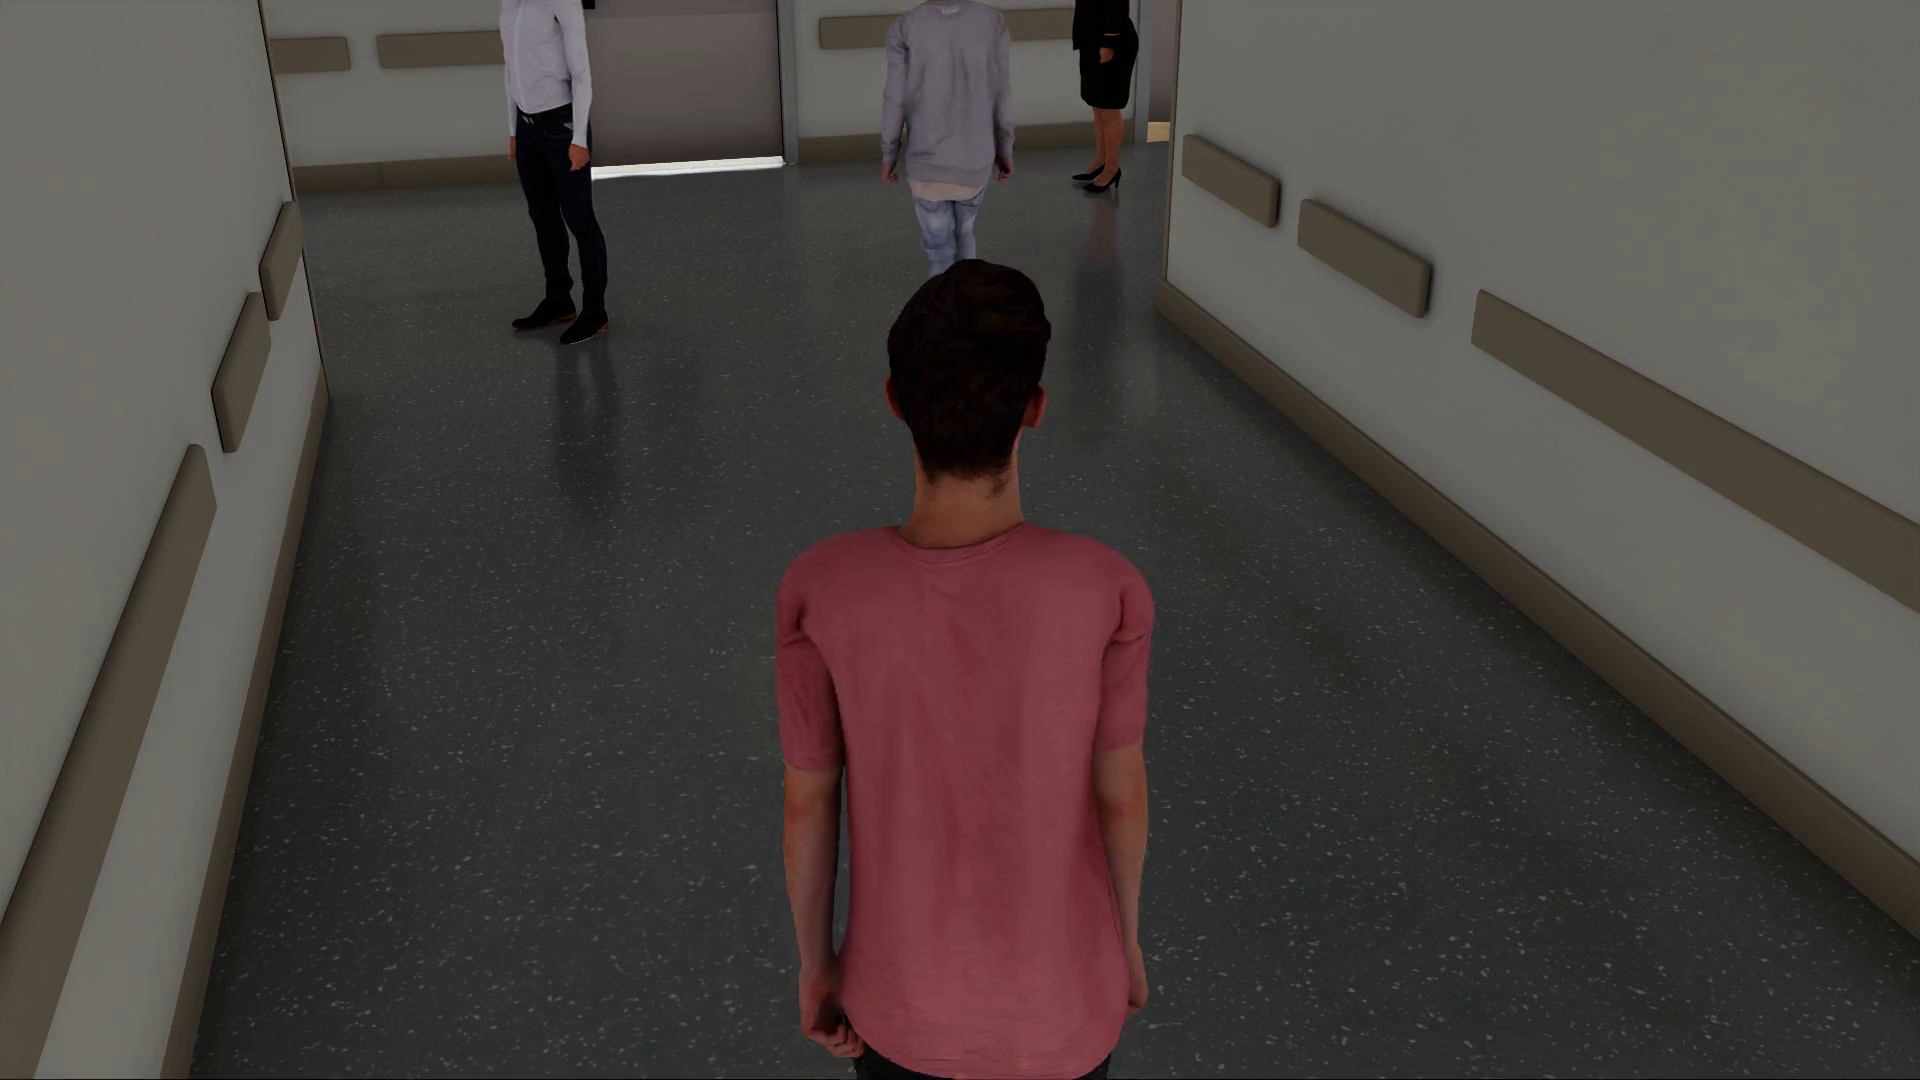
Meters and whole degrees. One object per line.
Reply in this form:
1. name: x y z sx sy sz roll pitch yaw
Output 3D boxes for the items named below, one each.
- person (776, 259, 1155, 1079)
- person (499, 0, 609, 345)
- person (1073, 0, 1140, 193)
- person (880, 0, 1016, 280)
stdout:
1. person: 0.008 0.637 2.157 0.806 1.943 0.843 3 26 7
2. person: -1.801 -1.831 7.362 0.713 1.868 0.753 18 31 33
3. person: 0.871 -2.928 9.863 0.662 1.671 0.721 -3 26 -6
4. person: -0.015 -1.546 6.812 0.572 1.831 0.781 -9 27 -18
